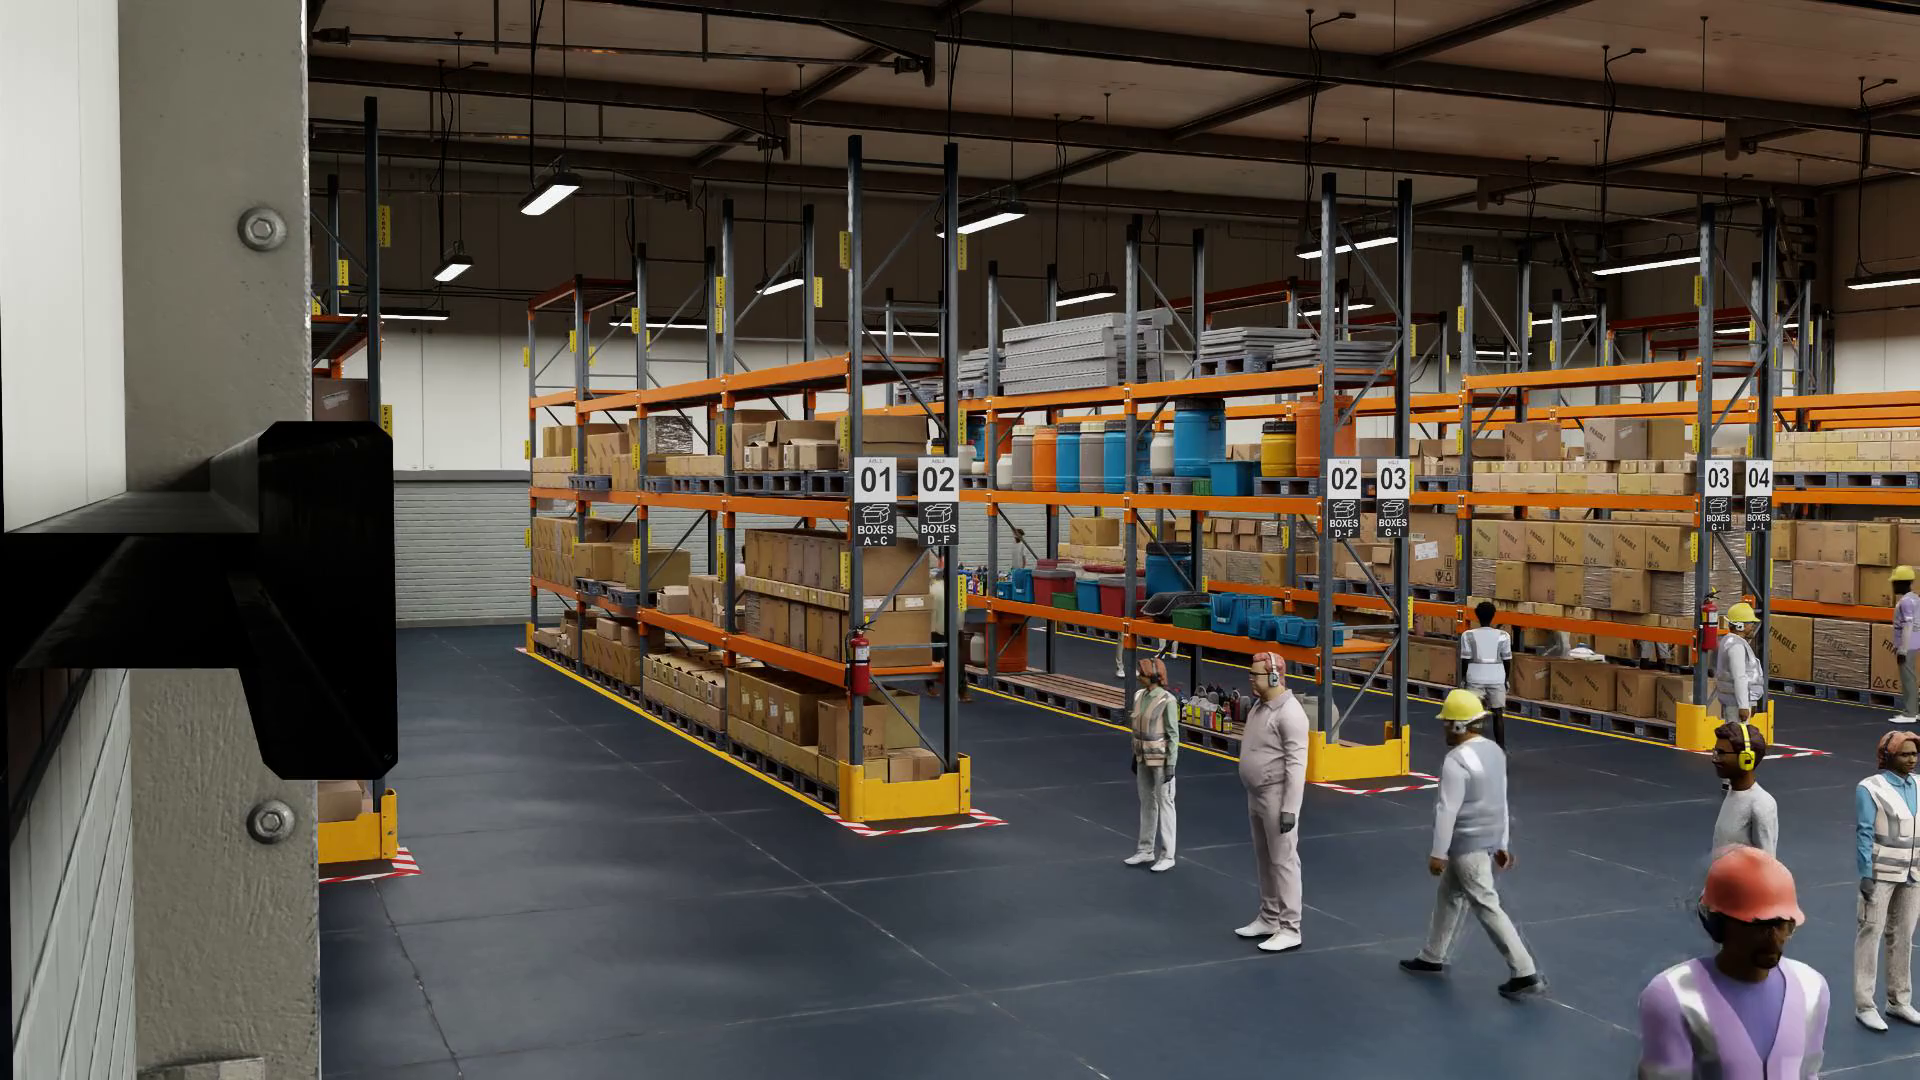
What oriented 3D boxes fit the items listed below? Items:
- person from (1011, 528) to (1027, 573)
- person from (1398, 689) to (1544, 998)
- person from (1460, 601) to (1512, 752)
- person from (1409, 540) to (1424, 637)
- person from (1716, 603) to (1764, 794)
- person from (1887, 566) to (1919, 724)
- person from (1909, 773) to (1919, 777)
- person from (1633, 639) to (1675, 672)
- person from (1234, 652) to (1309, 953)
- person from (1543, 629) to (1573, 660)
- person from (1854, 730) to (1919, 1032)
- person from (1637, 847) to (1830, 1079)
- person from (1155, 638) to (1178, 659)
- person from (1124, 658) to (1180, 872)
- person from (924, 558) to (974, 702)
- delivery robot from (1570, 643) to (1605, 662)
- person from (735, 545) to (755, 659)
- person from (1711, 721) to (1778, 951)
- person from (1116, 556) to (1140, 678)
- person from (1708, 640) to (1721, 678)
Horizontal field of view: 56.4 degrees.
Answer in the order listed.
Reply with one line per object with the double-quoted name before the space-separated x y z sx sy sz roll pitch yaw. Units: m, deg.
"person" 1.271 0.660 39.097 0.353 1.835 0.583 -1 3 -33
"person" 3.051 1.777 10.612 0.949 1.784 0.587 2 3 38
"person" 5.553 1.495 18.937 0.540 1.697 0.317 0 2 6
"person" 7.646 0.955 30.416 0.642 1.905 0.399 1 2 19
"person" 7.350 1.508 16.883 0.404 1.833 0.590 1 2 14
"person" 11.520 1.280 21.866 0.395 1.917 0.649 1 3 33
"person" 9.602 1.490 17.000 0.979 1.851 0.674 0 2 11
"person" 9.007 1.213 23.235 0.545 1.938 0.357 1 2 14
"person" 2.000 1.675 11.585 0.401 1.907 0.646 0 2 -12
"person" 8.550 1.160 25.682 0.585 1.859 0.817 -2 3 -40
"person" 5.175 1.869 9.927 0.513 1.642 0.313 -1 2 -18
"person" 2.263 1.876 5.353 0.624 1.997 1.047 0 2 -10
"person" 3.372 1.130 29.307 0.507 1.631 0.265 -1 2 -19
"person" 1.501 1.722 13.820 0.315 1.636 0.515 -1 3 -31
"person" -0.198 1.178 24.106 0.638 1.947 1.030 -1 3 -32
"delivery robot" 9.098 1.755 26.204 0.477 0.478 0.707 -1 2 -18
"person" -3.479 1.013 29.094 0.598 1.898 0.827 0 2 4
"person" 3.743 1.808 8.621 0.327 1.870 0.516 0 2 4
"person" 2.543 1.113 26.696 0.519 1.873 0.335 -1 2 -25
"person" 9.975 1.363 23.303 0.545 1.619 0.346 0 2 7
